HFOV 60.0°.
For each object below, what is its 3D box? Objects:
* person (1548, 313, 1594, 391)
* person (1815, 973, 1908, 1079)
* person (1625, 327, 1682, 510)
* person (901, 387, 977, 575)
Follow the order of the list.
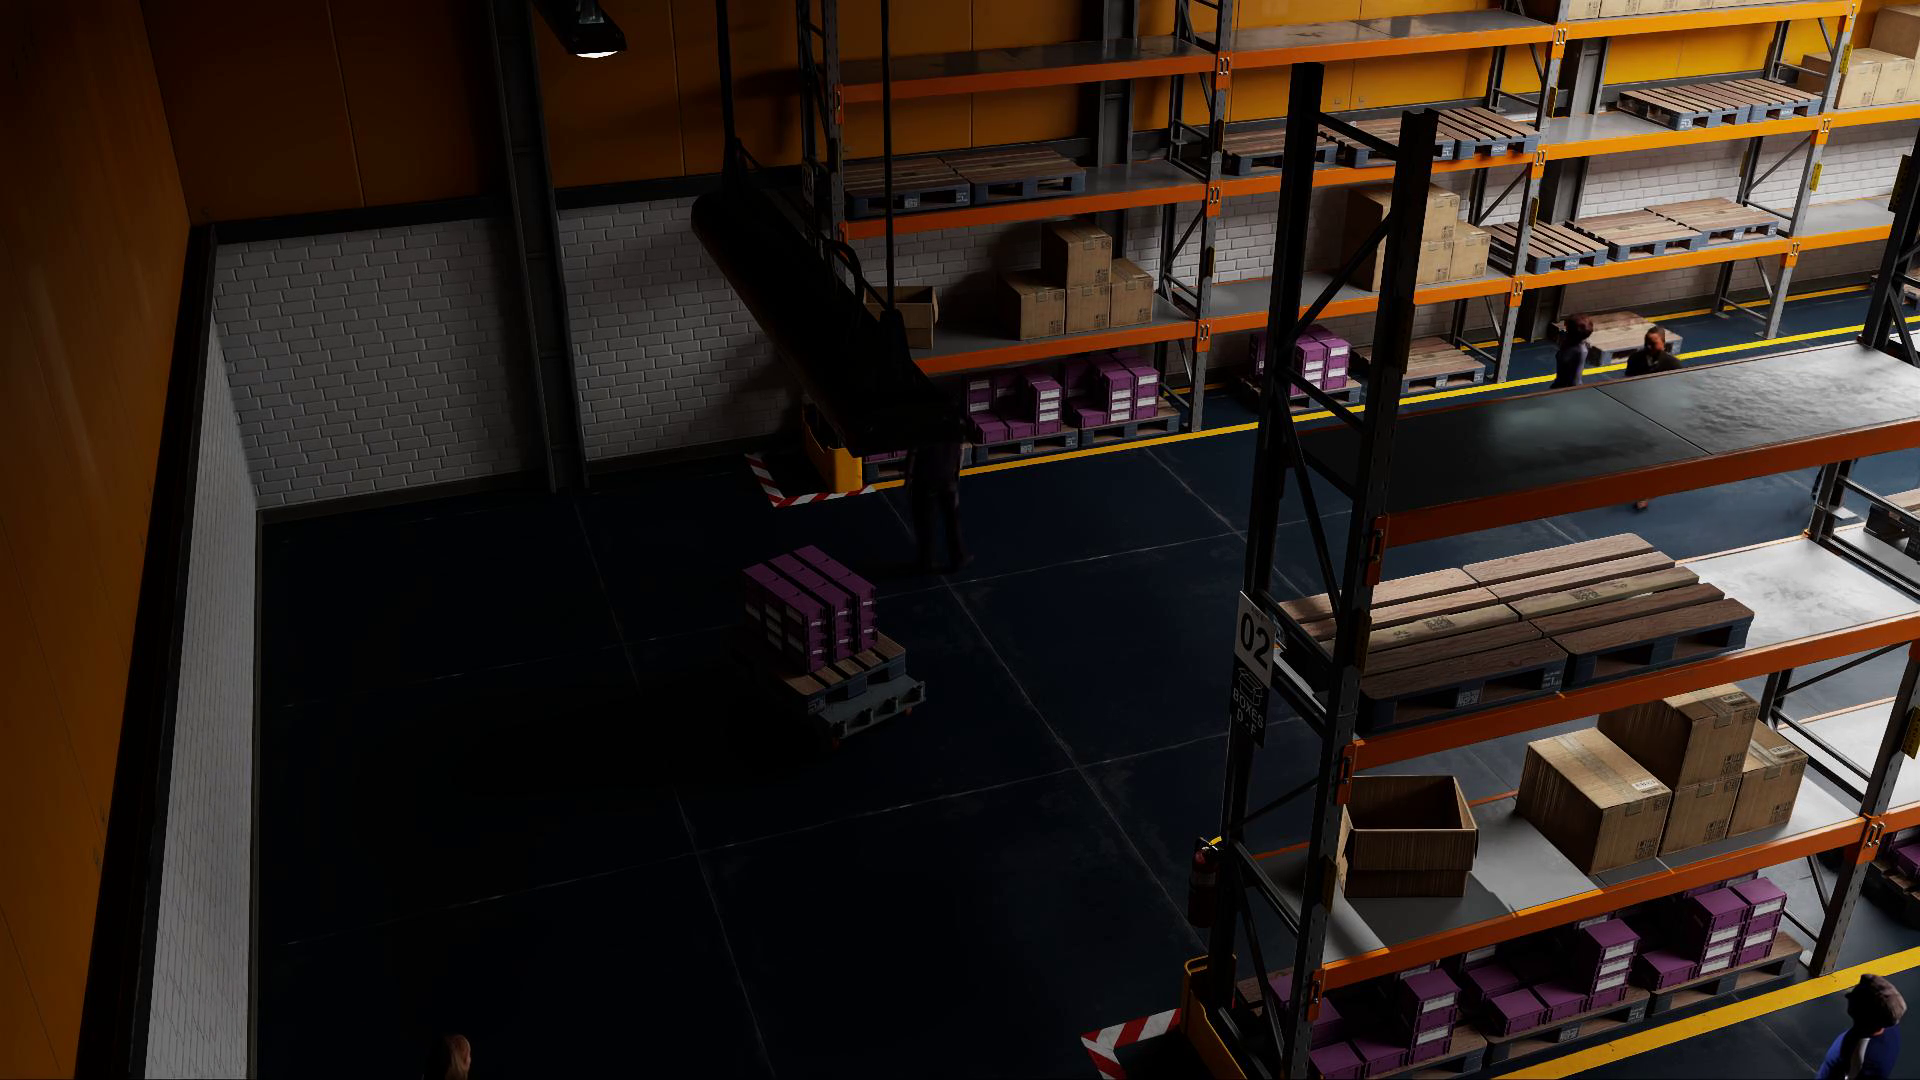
[{"bbox_3d":[6.357,-1.514,17.177,1.128,1.669,0.723,-5,29,-10],"label":"person"},{"bbox_3d":[4.609,3.007,8.714,0.782,1.838,0.674,21,35,33],"label":"person"},{"bbox_3d":[6.847,-1.239,16.463,0.842,1.871,0.871,23,36,36],"label":"person"},{"bbox_3d":[-0.264,-0.514,15.195,0.632,1.813,0.955,-25,37,-37],"label":"person"}]
